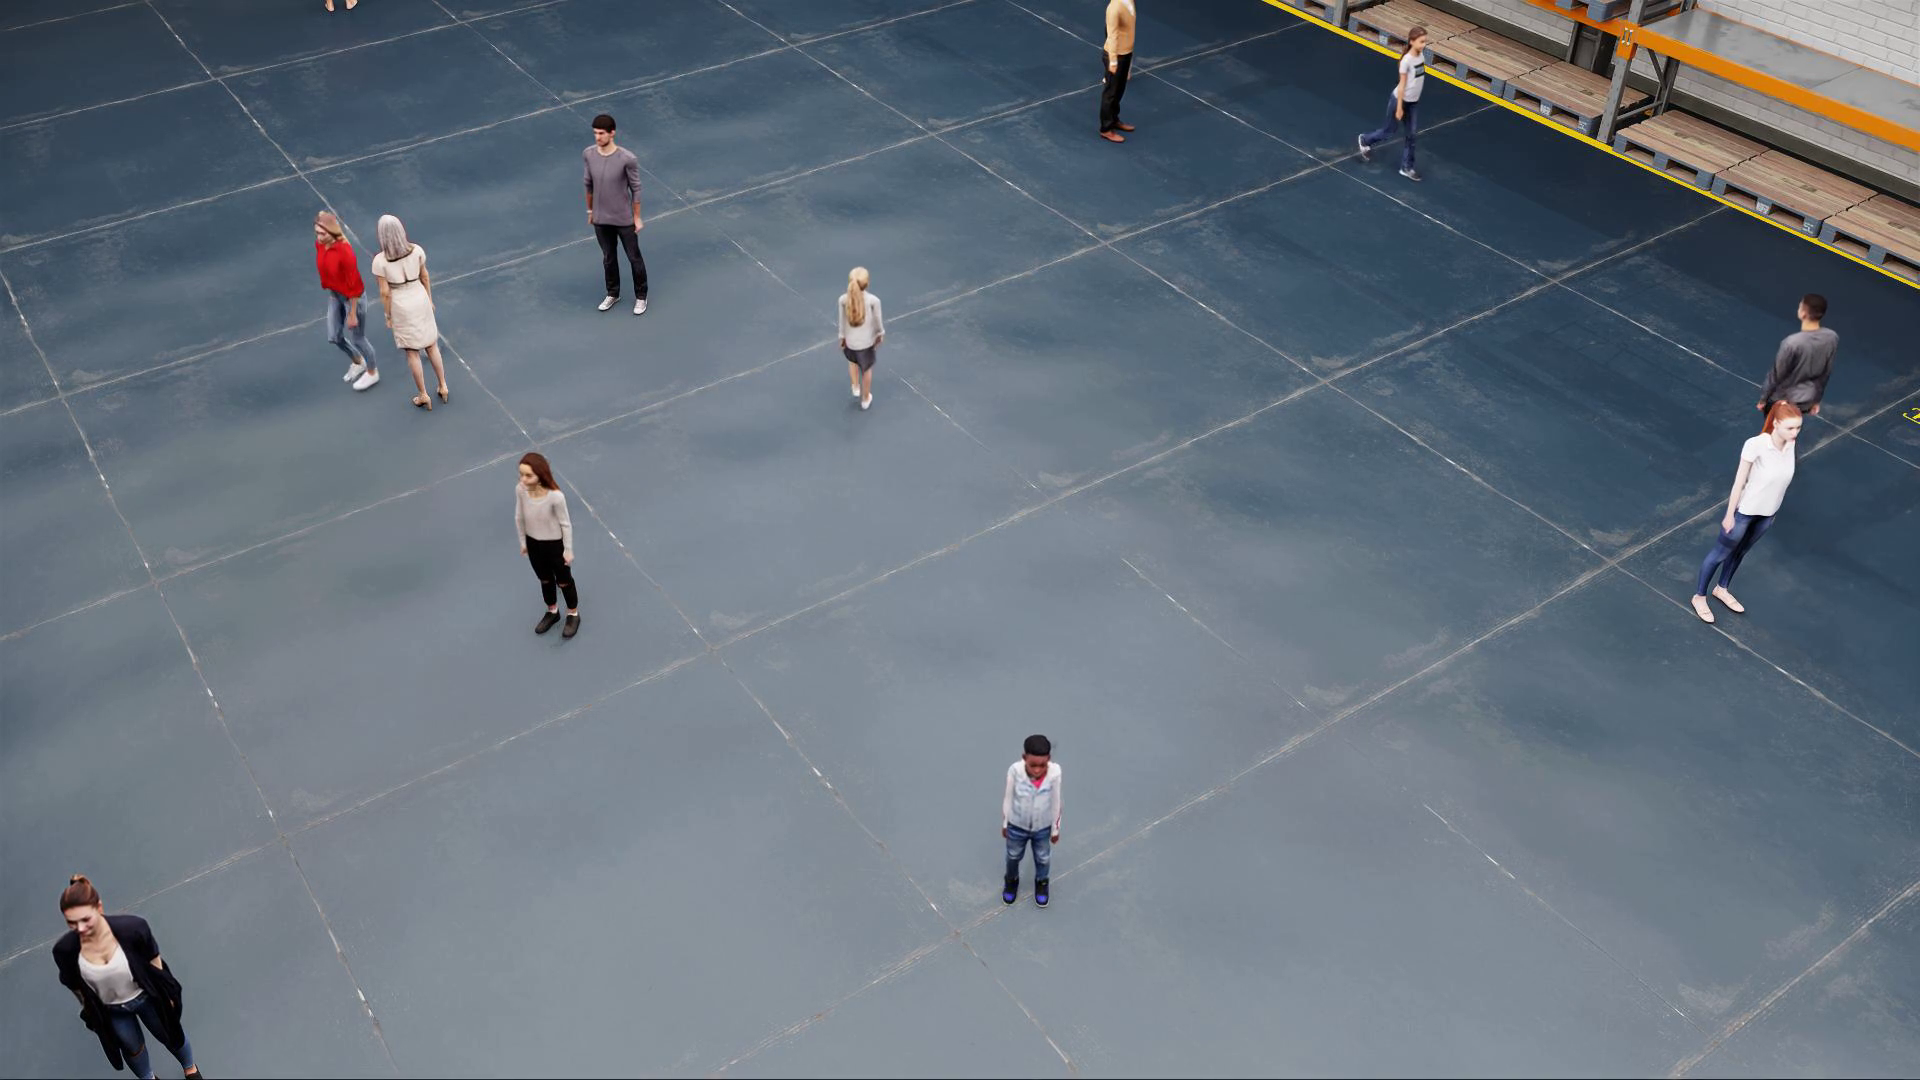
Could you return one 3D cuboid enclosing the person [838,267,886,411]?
[{"bbox_3d":[-0.828,-1.630,13.625,0.657,1.264,0.717,4,39,5],"label":"person"}]

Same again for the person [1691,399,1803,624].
[{"bbox_3d":[5.445,-0.215,11.472,0.618,1.739,0.604,-13,40,-16],"label":"person"}]

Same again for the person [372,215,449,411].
[{"bbox_3d":[-4.459,-1.848,13.520,0.608,1.736,0.560,-27,46,-30],"label":"person"}]

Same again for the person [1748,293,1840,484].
[{"bbox_3d":[6.256,-0.999,12.449,0.731,1.746,0.738,-6,39,-8],"label":"person"}]

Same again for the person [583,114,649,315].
[{"bbox_3d":[-3.054,-2.893,14.735,0.721,1.853,0.797,8,39,10],"label":"person"}]

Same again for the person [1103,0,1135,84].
[{"bbox_3d":[1.829,-5.942,18.735,0.646,1.625,0.635,28,46,30],"label":"person"}]

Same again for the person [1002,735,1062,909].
[{"bbox_3d":[0.421,1.587,9.601,0.593,1.259,0.650,4,39,5],"label":"person"}]

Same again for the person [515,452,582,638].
[{"bbox_3d":[-2.823,0.016,11.387,0.604,1.485,0.676,9,39,11],"label":"person"}]

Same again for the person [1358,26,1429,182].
[{"bbox_3d":[4.482,-4.491,16.987,0.563,1.540,1.012,-26,46,-29],"label":"person"}]

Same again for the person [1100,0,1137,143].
[{"bbox_3d":[1.676,-5.135,17.621,0.761,1.754,0.754,17,42,20],"label":"person"}]

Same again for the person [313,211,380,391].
[{"bbox_3d":[-4.991,-1.997,13.743,0.633,1.690,0.769,26,45,28],"label":"person"}]

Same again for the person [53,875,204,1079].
[{"bbox_3d":[-4.178,2.297,8.372,0.681,1.683,0.637,-14,41,-17],"label":"person"}]
